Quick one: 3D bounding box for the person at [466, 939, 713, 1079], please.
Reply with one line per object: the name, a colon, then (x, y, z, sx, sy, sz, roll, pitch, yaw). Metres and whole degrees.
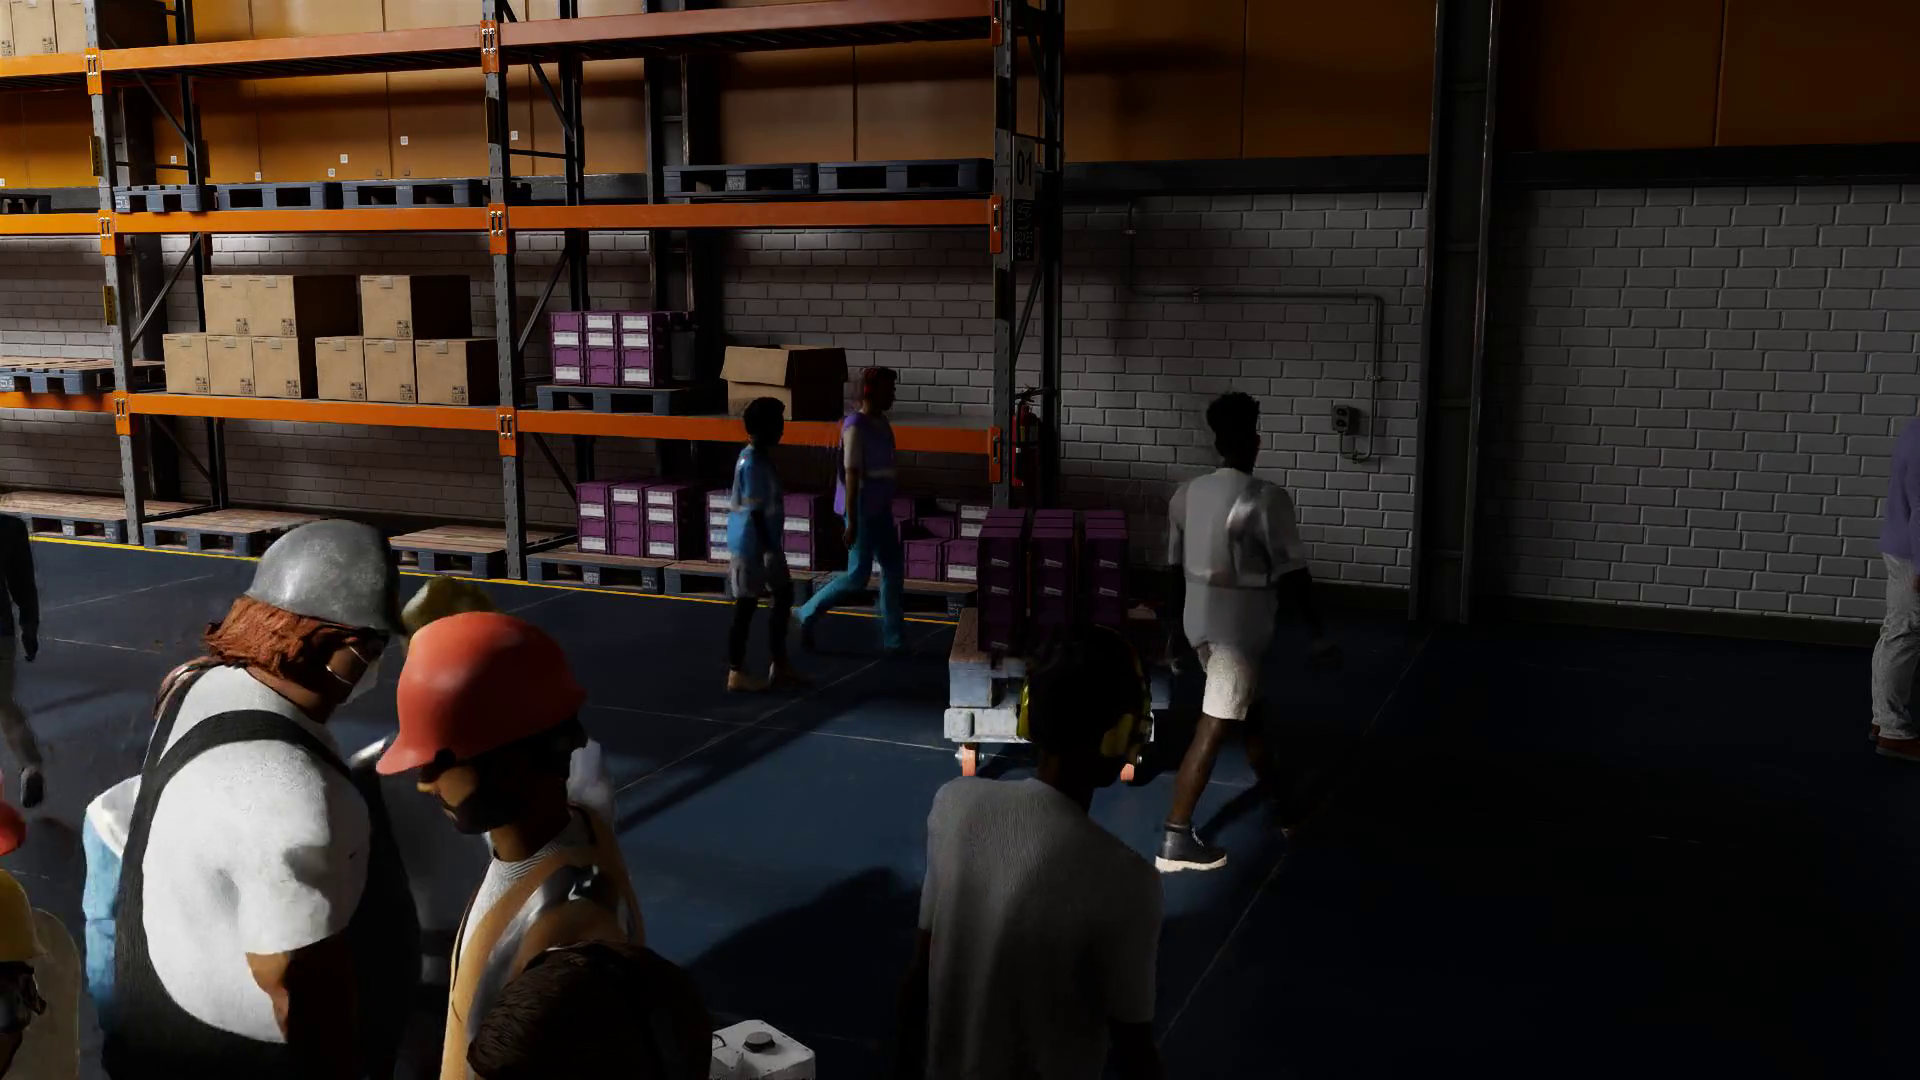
person: (-0.316, 1.252, 1.558, 0.505, 1.846, 0.346, 4, 10, 22)

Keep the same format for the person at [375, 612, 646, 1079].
person: (-0.644, 1.051, 2.519, 0.374, 1.927, 0.542, -3, 10, -19)

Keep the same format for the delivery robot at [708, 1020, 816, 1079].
delivery robot: (-0.708, 1.421, 4.120, 0.707, 0.478, 0.477, -8, 13, -40)

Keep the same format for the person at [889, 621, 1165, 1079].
person: (0.151, 1.043, 2.886, 0.731, 1.814, 0.543, -8, 12, -38)

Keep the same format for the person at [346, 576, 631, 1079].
person: (-0.964, 0.988, 3.359, 0.615, 1.792, 0.675, 0, 9, 2)

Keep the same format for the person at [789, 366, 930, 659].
person: (-0.621, -0.161, 10.144, 0.804, 1.813, 0.565, 3, 10, 18)

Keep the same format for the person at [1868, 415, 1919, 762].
person: (4.721, 0.104, 8.176, 0.378, 1.933, 0.628, 5, 11, 27)

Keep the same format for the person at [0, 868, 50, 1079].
person: (-1.145, 1.241, 2.004, 0.584, 1.725, 0.410, 3, 10, 19)

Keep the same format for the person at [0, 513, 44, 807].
person: (-4.237, 0.431, 7.149, 0.405, 1.621, 0.504, 7, 12, 36)

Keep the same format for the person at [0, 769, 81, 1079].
person: (-1.356, 1.117, 2.118, 1.106, 1.935, 0.622, 5, 11, 26)

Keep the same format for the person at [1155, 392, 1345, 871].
person: (1.171, 0.360, 6.746, 0.997, 1.895, 0.656, -5, 11, -27)

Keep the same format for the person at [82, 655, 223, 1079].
person: (-1.597, 1.021, 3.660, 0.546, 1.610, 0.454, -4, 10, -21)

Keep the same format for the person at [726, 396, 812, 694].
person: (-1.054, 0.039, 9.306, 0.589, 1.678, 0.548, 0, 9, 2)
